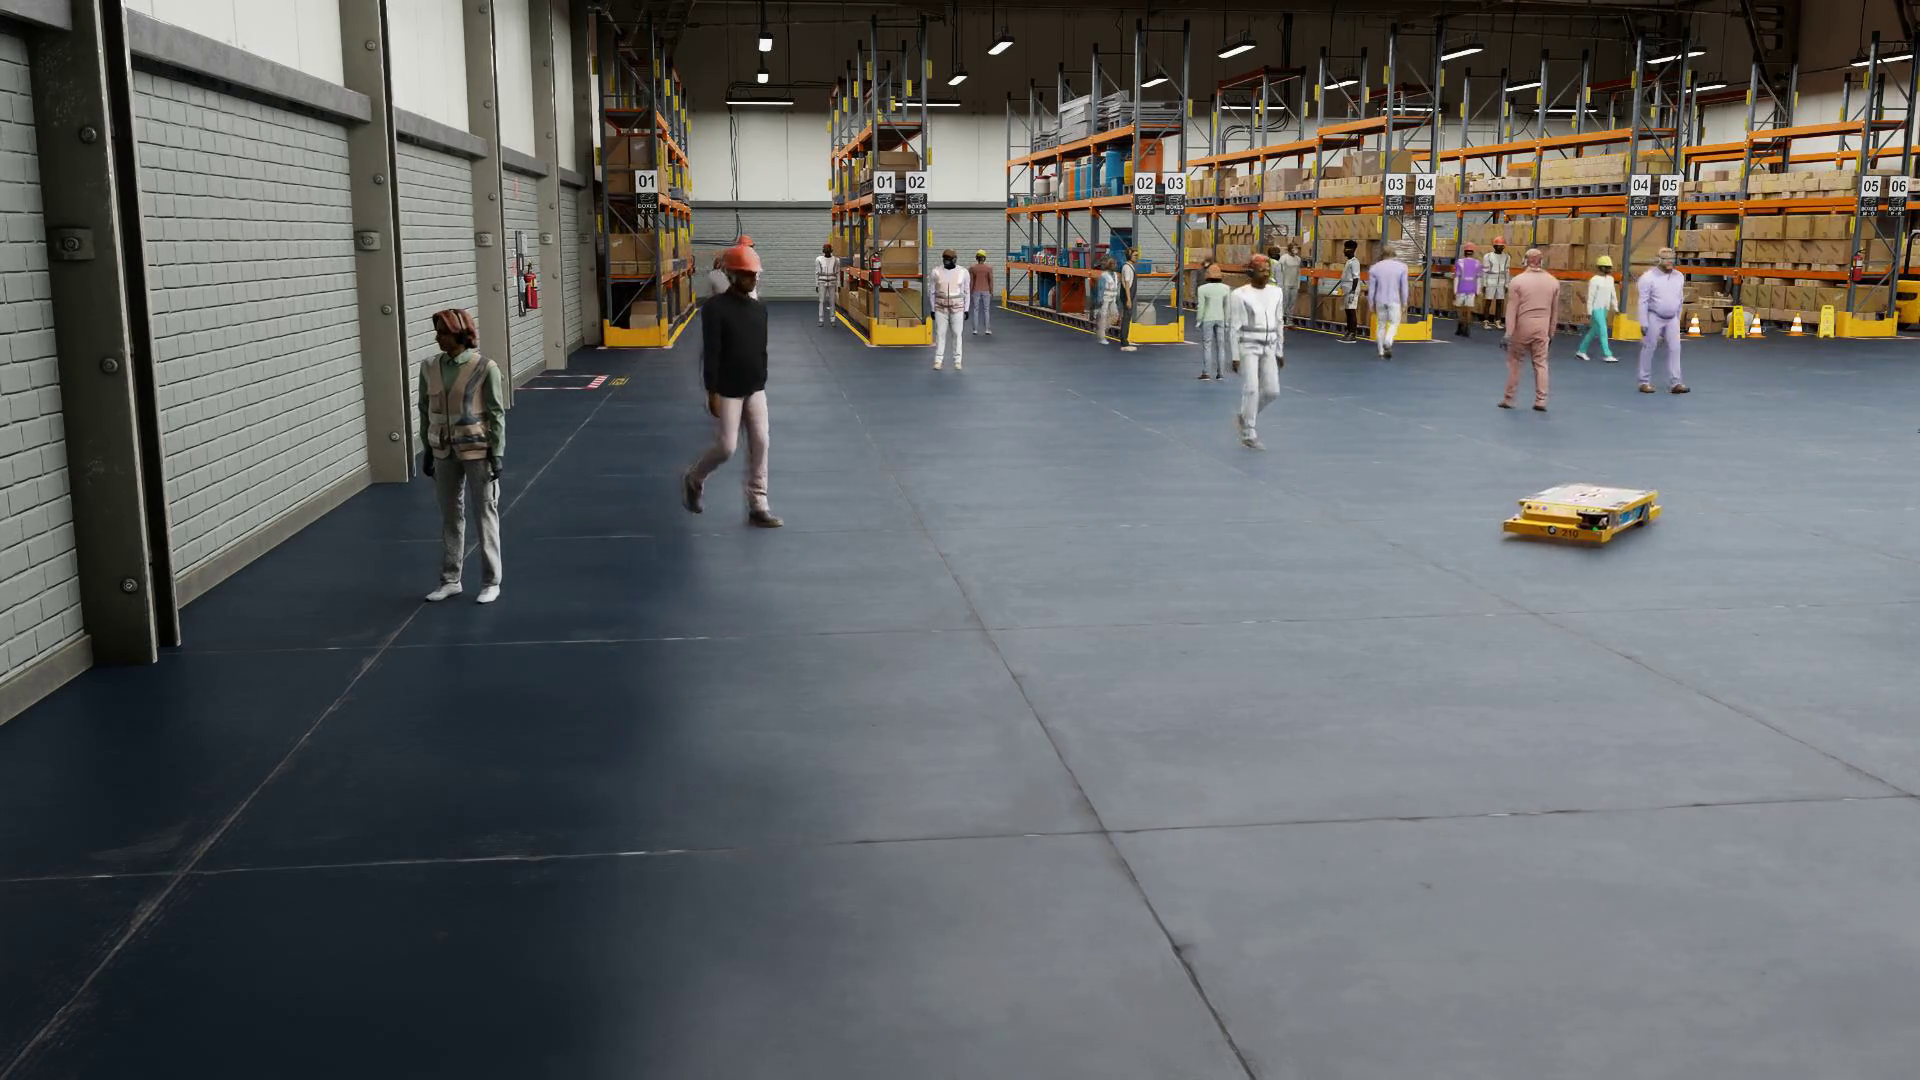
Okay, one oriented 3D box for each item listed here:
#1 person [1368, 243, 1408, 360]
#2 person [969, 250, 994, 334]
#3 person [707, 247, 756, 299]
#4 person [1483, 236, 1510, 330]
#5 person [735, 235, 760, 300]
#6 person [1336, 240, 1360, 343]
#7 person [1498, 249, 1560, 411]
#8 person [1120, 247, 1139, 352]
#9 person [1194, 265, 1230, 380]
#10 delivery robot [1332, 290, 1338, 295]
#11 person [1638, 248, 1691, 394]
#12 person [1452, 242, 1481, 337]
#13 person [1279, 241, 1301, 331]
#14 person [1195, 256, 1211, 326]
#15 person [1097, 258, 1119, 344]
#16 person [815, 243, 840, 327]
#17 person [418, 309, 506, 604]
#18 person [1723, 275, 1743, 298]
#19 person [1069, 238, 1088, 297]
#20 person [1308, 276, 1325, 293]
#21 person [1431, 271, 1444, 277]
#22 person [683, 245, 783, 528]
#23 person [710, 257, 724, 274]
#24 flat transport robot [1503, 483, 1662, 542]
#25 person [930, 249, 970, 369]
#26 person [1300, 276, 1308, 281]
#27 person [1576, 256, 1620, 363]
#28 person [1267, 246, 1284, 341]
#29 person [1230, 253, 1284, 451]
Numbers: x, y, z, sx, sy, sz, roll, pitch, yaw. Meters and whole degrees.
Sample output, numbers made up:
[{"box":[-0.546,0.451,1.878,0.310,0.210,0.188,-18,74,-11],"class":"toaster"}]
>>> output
[{"box":[7.008,-3.899,27.299,0.642,1.919,0.568,5,11,24],"class":"person"},{"box":[0.442,-5.160,34.661,0.523,1.760,0.324,1,10,8],"class":"person"},{"box":[-2.983,-2.876,21.785,0.657,1.889,0.634,-1,10,-6],"class":"person"},{"box":[11.676,-5.576,36.187,0.606,2.035,0.405,-1,10,-6],"class":"person"},{"box":[-3.655,-4.201,28.614,0.389,2.045,0.606,-6,12,-28],"class":"person"},{"box":[7.486,-4.768,31.935,0.366,1.967,0.602,0,10,1],"class":"person"},{"box":[6.658,-2.458,19.520,0.689,1.904,0.502,-2,10,-9],"class":"person"},{"box":[3.004,-4.274,29.557,0.332,1.844,0.508,2,10,9],"class":"person"},{"box":[3.582,-3.090,23.645,0.524,1.631,0.295,-4,11,-19],"class":"person"},{"box":[11.459,-7.337,49.636,0.707,0.478,0.477,3,11,15],"class":"delivery robot"},{"box":[9.085,-2.802,21.390,0.676,1.873,0.889,-2,10,-9],"class":"person"},{"box":[10.303,-5.097,33.867,0.564,1.915,0.511,0,10,0],"class":"person"},{"box":[7.121,-5.483,35.970,0.632,1.931,0.375,-8,13,-37],"class":"person"},{"box":[5.602,-5.676,37.947,0.503,1.587,0.802,3,11,15],"class":"person"},{"box":[2.808,-4.518,31.481,0.373,1.620,0.602,8,13,36],"class":"person"},{"box":[-2.996,-5.771,37.666,0.573,1.883,0.353,-1,10,-6],"class":"person"},{"box":[-2.752,-0.459,9.222,0.515,1.636,0.315,3,11,16],"class":"person"},{"box":[20.895,-7.106,44.908,0.580,1.918,0.405,-2,10,-9],"class":"person"},{"box":[3.549,-7.998,49.590,0.609,1.987,0.403,-2,11,-12],"class":"person"},{"box":[9.725,-7.112,45.473,0.488,1.724,0.627,0,10,-1],"class":"person"},{"box":[14.086,-7.878,49.283,0.631,1.862,0.925,6,12,29],"class":"person"},{"box":[-1.606,-1.080,11.693,0.761,1.970,0.617,9,14,41],"class":"person"},{"box":[-4.839,-4.911,33.662,0.494,1.624,0.280,-9,14,-41],"class":"person"},{"box":[4.363,-0.209,11.597,0.652,0.197,1.431,8,13,36],"class":"flat transport robot"},{"box":[-0.156,-3.526,25.483,0.624,1.841,0.430,1,10,5],"class":"person"},{"box":[9.005,-6.863,44.157,0.532,1.697,0.320,0,10,-2],"class":"person"},{"box":[10.429,-3.767,27.122,0.529,1.726,0.898,-7,12,-33],"class":"person"},{"box":[6.078,-4.781,32.350,0.430,1.845,0.619,-5,11,-25],"class":"person"},{"box":[2.810,-1.797,15.914,0.601,1.868,0.501,-5,11,-25],"class":"person"}]
